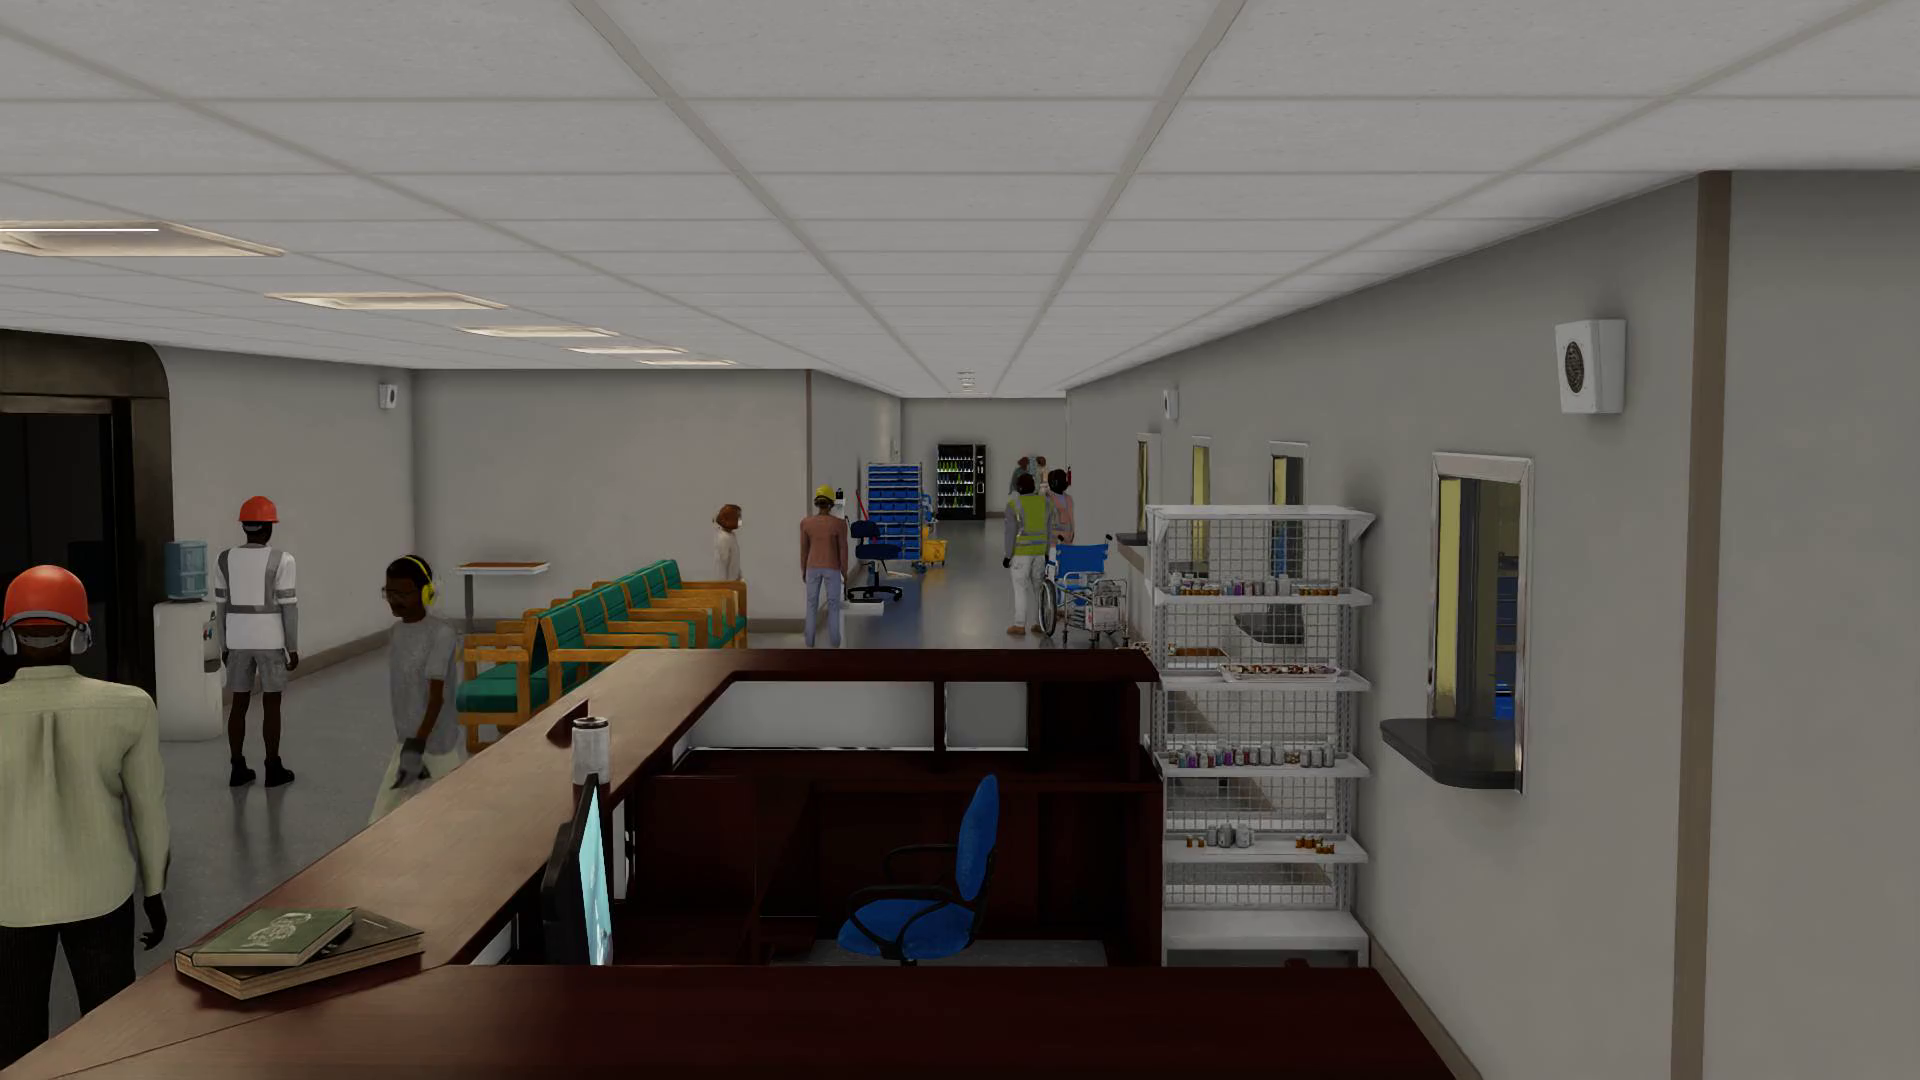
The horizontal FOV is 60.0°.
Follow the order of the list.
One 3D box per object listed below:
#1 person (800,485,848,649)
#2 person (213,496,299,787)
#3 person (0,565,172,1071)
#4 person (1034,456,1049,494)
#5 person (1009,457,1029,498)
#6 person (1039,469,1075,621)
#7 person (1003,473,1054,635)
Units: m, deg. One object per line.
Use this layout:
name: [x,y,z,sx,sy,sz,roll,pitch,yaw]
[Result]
person: [-1.410,0.312,17.290,0.521,1.758,0.348,1,4,11]
person: [-4.656,0.672,11.059,0.546,1.929,0.393,0,4,2]
person: [-2.704,1.070,4.977,0.619,1.992,0.396,-2,5,-31]
person: [1.832,-1.063,37.360,0.311,1.642,0.513,3,5,33]
person: [1.371,-1.115,38.285,0.436,1.600,0.528,3,5,35]
person: [1.184,0.059,20.215,0.429,1.847,0.627,4,5,41]
person: [0.755,0.160,18.864,0.620,1.837,0.429,-2,5,-29]
